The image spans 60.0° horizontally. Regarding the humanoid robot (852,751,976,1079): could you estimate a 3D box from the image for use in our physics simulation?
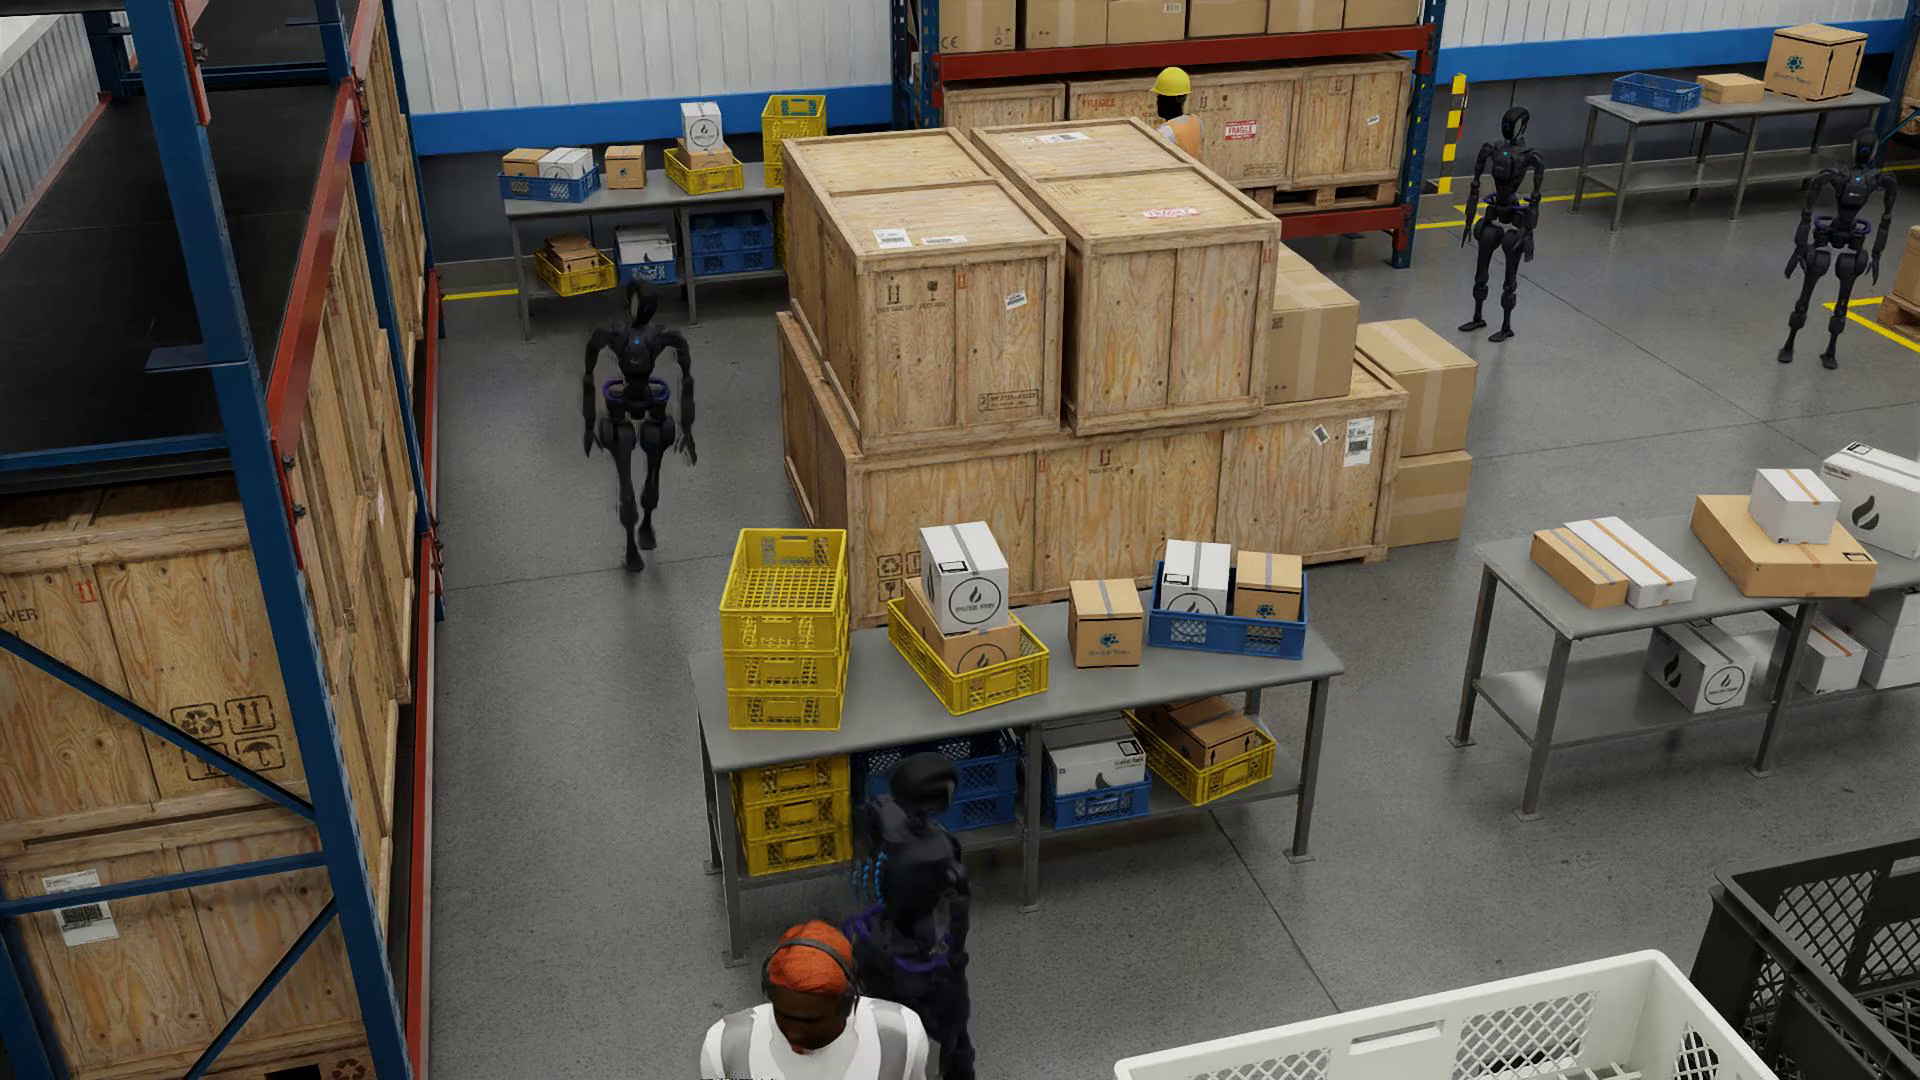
[{"bbox_3d":[-0.205,1.351,5.228,0.664,1.629,0.568,-25,37,-37],"label":"humanoid robot"}]

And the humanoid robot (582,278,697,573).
[{"bbox_3d":[-1.705,-0.626,8.820,0.593,1.625,0.634,-8,30,-14],"label":"humanoid robot"}]

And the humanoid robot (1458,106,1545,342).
[{"bbox_3d":[3.811,-2.211,11.670,0.335,1.651,0.570,-25,37,-37],"label":"humanoid robot"}]

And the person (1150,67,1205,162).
[{"bbox_3d":[1.445,-2.324,11.617,0.359,1.927,0.586,20,35,32],"label":"person"}]

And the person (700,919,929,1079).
[{"bbox_3d":[-0.357,1.723,4.315,0.579,1.881,0.340,-4,29,-7],"label":"person"}]

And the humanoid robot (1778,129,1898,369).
[{"bbox_3d":[5.911,-1.958,11.208,0.574,1.648,0.338,11,31,19],"label":"humanoid robot"}]
